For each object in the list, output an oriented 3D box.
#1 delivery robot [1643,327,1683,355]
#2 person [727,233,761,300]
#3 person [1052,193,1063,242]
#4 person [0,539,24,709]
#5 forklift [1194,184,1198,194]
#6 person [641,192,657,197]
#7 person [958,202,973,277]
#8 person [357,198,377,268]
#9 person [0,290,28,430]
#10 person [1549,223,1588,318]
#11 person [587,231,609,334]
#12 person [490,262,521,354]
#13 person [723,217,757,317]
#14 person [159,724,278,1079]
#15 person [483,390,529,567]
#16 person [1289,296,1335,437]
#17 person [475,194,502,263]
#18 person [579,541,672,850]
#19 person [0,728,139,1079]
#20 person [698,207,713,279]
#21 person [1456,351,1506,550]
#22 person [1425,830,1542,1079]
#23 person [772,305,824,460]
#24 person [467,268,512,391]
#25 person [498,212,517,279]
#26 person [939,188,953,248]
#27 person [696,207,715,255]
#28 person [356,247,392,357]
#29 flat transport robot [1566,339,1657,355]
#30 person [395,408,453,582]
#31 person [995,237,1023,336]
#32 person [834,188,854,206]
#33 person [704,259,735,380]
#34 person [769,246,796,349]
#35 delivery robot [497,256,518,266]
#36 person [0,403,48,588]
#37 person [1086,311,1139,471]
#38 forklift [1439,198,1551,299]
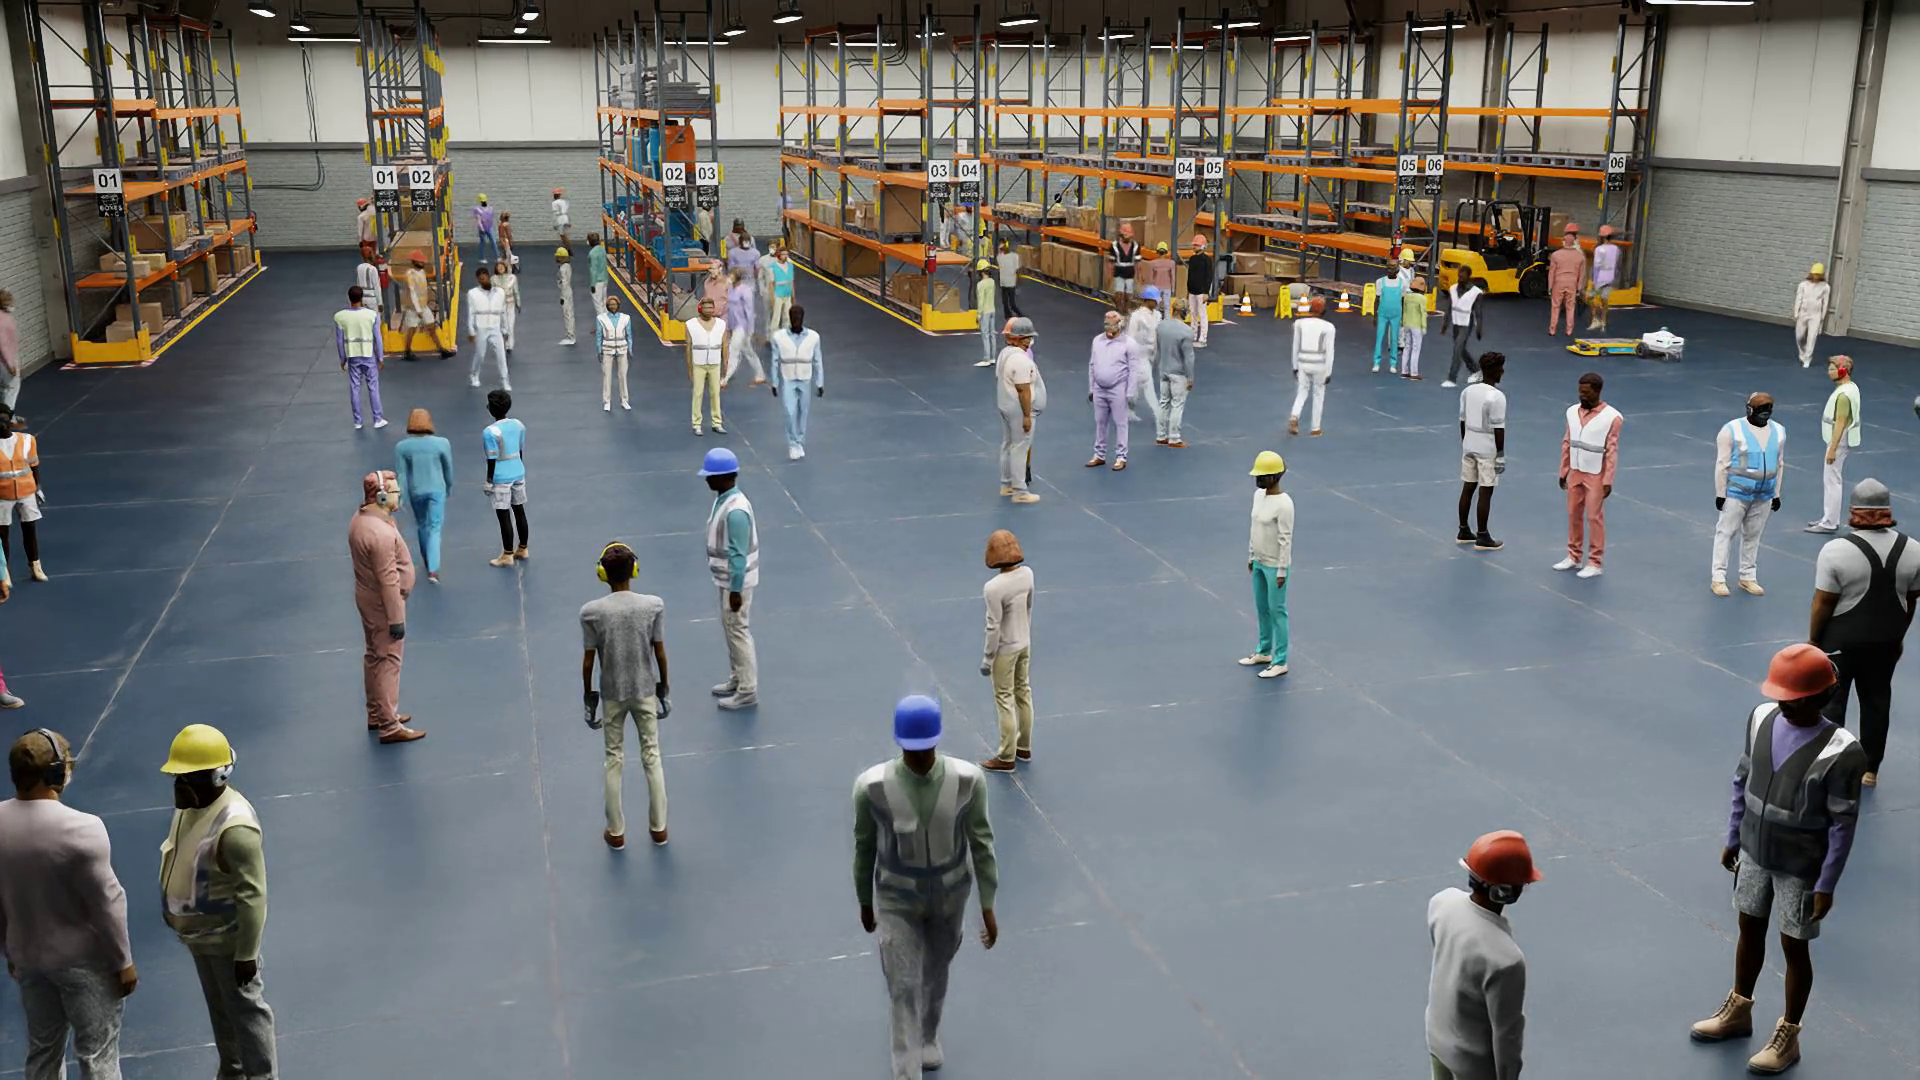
[{"bbox_3d":[11.971,-3.379,28.319,0.477,0.478,0.707,-4,15,-15],"label":"delivery robot"},{"bbox_3d":[-3.980,-4.770,31.124,0.659,1.912,0.830,-5,16,-19],"label":"person"},{"bbox_3d":[2.824,-9.149,48.018,0.318,1.700,0.535,-7,17,-26],"label":"person"},{"bbox_3d":[-7.082,0.317,11.862,0.415,1.985,0.611,7,16,24],"label":"person"},{"bbox_3d":[7.392,-11.333,53.972,1.873,2.768,1.129,-4,15,-15],"label":"forklift"},{"bbox_3d":[-9.427,-9.904,50.389,0.615,1.943,0.400,7,16,24],"label":"person"},{"bbox_3d":[0.264,-7.478,41.320,0.627,1.913,0.876,-6,16,-22],"label":"person"},{"bbox_3d":[-14.558,-7.385,40.835,0.396,1.986,0.619,5,16,18],"label":"person"},{"bbox_3d":[-12.770,-2.413,22.308,0.430,1.891,0.771,-7,16,-23],"label":"person"},{"bbox_3d":[12.358,-5.435,33.611,0.650,1.923,0.563,4,15,16],"label":"person"},{"bbox_3d":[-6.838,-4.864,31.457,0.370,1.932,0.636,2,15,7],"label":"person"},{"bbox_3d":[-7.963,-4.054,29.033,0.538,1.588,0.876,-2,15,-6],"label":"person"},{"bbox_3d":[-4.440,-5.524,33.725,0.688,2.000,0.538,1,15,4],"label":"person"},{"bbox_3d":[-3.173,1.653,7.106,0.600,1.836,0.404,14,20,43],"label":"person"},{"bbox_3d":[-4.324,-0.587,15.806,0.318,1.696,0.532,6,16,21],"label":"person"},{"bbox_3d":[4.588,-2.240,21.697,0.589,1.871,0.627,10,18,33],"label":"person"},{"bbox_3d":[-12.711,-8.349,44.689,0.989,1.862,0.582,14,20,42],"label":"person"},{"bbox_3d":[-1.963,0.923,9.819,0.517,1.860,0.322,-4,15,-15],"label":"person"},{"bbox_3d":[-3.644,1.694,6.769,0.627,1.934,0.370,3,15,11],"label":"person"},{"bbox_3d":[-6.273,-7.471,41.169,0.415,1.985,0.611,-1,15,-4],"label":"person"},{"bbox_3d":[5.170,-0.890,16.425,0.366,1.967,0.603,-6,16,-21],"label":"person"},{"bbox_3d":[1.970,1.909,6.326,0.342,1.746,0.569,-3,15,-13],"label":"person"},{"bbox_3d":[-1.980,-1.926,20.457,0.627,1.891,0.761,-4,15,-14],"label":"person"},{"bbox_3d":[-7.240,-3.246,25.503,0.619,1.870,0.911,-9,17,-30],"label":"person"},{"bbox_3d":[-11.206,-7.274,41.080,0.311,1.640,0.513,-14,20,-42],"label":"person"},{"bbox_3d":[-0.414,-9.617,49.528,0.429,1.836,0.630,7,16,23],"label":"person"},{"bbox_3d":[-6.895,-8.312,45.070,0.512,1.594,0.864,-9,17,-30],"label":"person"},{"bbox_3d":[-10.154,-4.112,28.714,0.576,1.883,0.354,11,19,37],"label":"person"},{"bbox_3d":[11.428,-3.380,29.048,1.431,0.197,0.652,-1,15,-3],"label":"flat transport robot"},{"bbox_3d":[-4.944,-0.422,15.393,0.483,1.590,0.824,-2,15,-7],"label":"person"},{"bbox_3d":[0.939,-4.786,31.328,0.514,1.841,0.496,11,19,36],"label":"person"},{"bbox_3d":[-3.420,-9.402,48.692,0.630,1.846,0.429,-8,17,-29],"label":"person"},{"bbox_3d":[-3.808,-3.467,26.240,0.652,1.906,0.402,9,17,30],"label":"person"},{"bbox_3d":[-3.162,-4.288,29.484,0.403,1.832,0.575,12,19,39],"label":"person"},{"bbox_3d":[-11.491,-7.083,42.259,0.477,0.478,0.707,1,15,3],"label":"delivery robot"},{"bbox_3d":[-8.638,-0.415,15.156,0.538,1.695,0.320,-13,20,-41],"label":"person"},{"bbox_3d":[1.802,-1.787,19.929,0.680,1.903,0.397,10,18,34],"label":"person"},{"bbox_3d":[11.913,-6.508,37.130,2.313,2.155,1.214,-4,15,-15],"label":"forklift"}]
